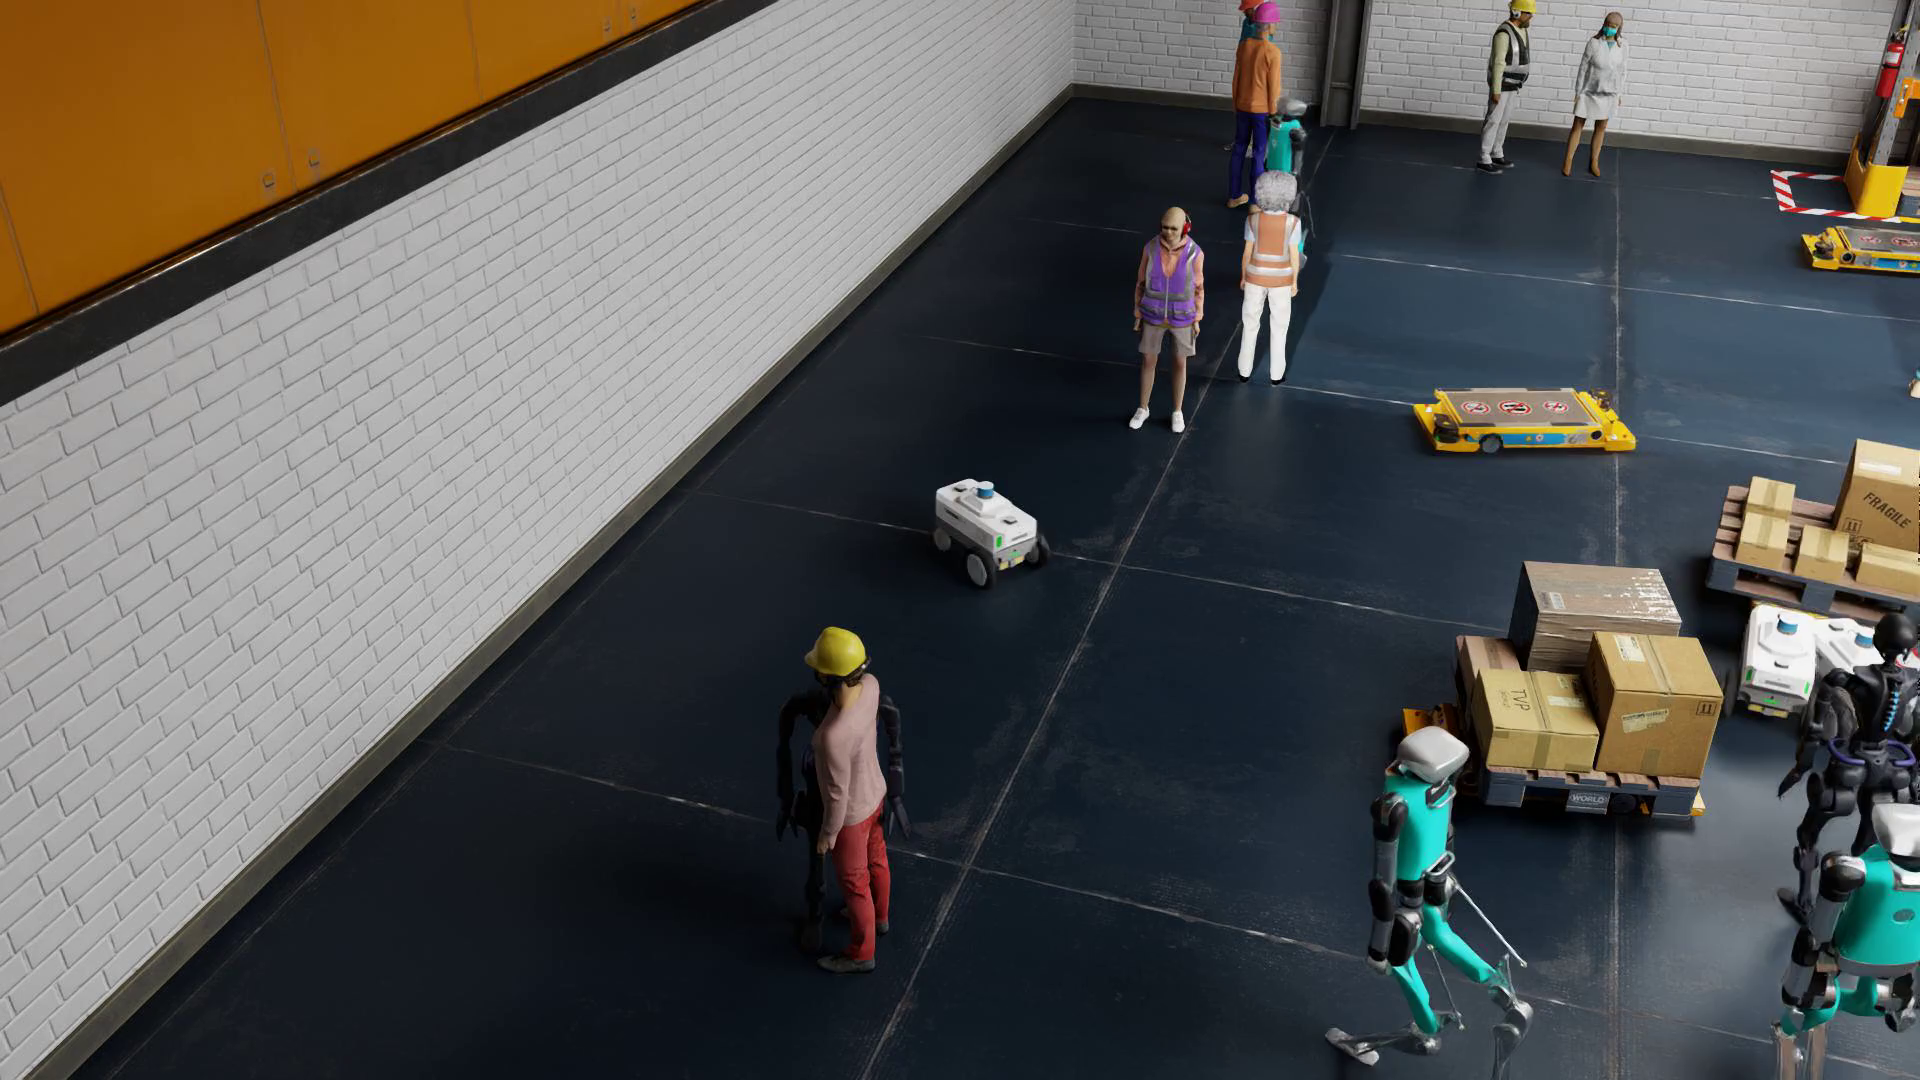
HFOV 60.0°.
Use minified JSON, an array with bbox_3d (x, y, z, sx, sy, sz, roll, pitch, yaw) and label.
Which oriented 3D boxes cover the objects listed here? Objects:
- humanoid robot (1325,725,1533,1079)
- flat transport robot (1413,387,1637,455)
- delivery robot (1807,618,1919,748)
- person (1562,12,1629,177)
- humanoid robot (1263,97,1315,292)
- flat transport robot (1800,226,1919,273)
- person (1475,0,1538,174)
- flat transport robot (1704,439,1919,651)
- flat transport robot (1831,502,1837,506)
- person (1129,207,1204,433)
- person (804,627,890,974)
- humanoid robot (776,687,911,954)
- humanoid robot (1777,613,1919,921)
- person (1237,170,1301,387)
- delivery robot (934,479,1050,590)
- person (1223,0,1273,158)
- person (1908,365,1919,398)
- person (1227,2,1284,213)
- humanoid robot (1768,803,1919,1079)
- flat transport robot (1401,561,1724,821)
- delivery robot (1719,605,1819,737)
[{"bbox_3d":[1.974,1.603,6.503,1.018,1.775,0.531,26,39,36],"label":"humanoid robot"},{"bbox_3d":[4.100,-0.870,12.105,1.431,0.231,0.659,0,30,-1],"label":"flat transport robot"},{"bbox_3d":[4.872,0.765,9.056,0.499,0.609,0.811,-2,31,-3],"label":"delivery robot"},{"bbox_3d":[6.511,-4.538,16.967,0.486,1.661,0.343,3,31,6],"label":"person"},{"bbox_3d":[2.851,-2.848,14.044,0.751,1.805,0.556,-11,32,-18],"label":"humanoid robot"},{"bbox_3d":[8.437,-2.593,15.037,1.431,0.231,0.659,7,31,13],"label":"flat transport robot"},{"bbox_3d":[5.617,-4.692,17.079,0.403,1.825,0.589,22,37,33],"label":"person"},{"bbox_3d":[5.159,0.336,10.053,0.659,0.231,1.431,15,34,23],"label":"flat transport robot"},{"bbox_3d":[6.178,-0.105,10.805,1.431,0.231,0.659,-17,35,-27],"label":"flat transport robot"},{"bbox_3d":[1.487,-1.569,11.888,0.494,1.692,0.342,7,31,12],"label":"person"},{"bbox_3d":[-0.489,1.133,7.220,0.314,1.769,0.523,9,32,14],"label":"person"},{"bbox_3d":[-0.519,1.127,7.339,0.601,1.670,0.405,-2,30,-3],"label":"humanoid robot"},{"bbox_3d":[4.033,1.050,7.459,0.586,1.655,0.322,3,31,6],"label":"humanoid robot"},{"bbox_3d":[2.336,-1.963,12.562,0.433,1.688,0.301,7,31,12],"label":"person"},{"bbox_3d":[0.169,-0.085,10.472,0.499,0.579,0.753,-21,36,-31],"label":"delivery robot"},{"bbox_3d":[3.049,-4.916,17.534,0.350,1.739,0.562,-9,32,-14],"label":"person"},{"bbox_3d":[7.490,-1.889,12.274,0.508,1.862,0.394,17,34,26],"label":"person"},{"bbox_3d":[2.854,-4.153,16.001,0.389,1.982,0.510,-26,39,-37],"label":"person"},{"bbox_3d":[3.360,1.628,6.394,0.541,1.790,0.673,2,31,4],"label":"humanoid robot"},{"bbox_3d":[3.084,1.124,8.713,1.431,0.231,0.659,4,31,6],"label":"flat transport robot"},{"bbox_3d":[4.500,0.689,9.171,0.499,0.595,0.797,13,33,21],"label":"delivery robot"}]
